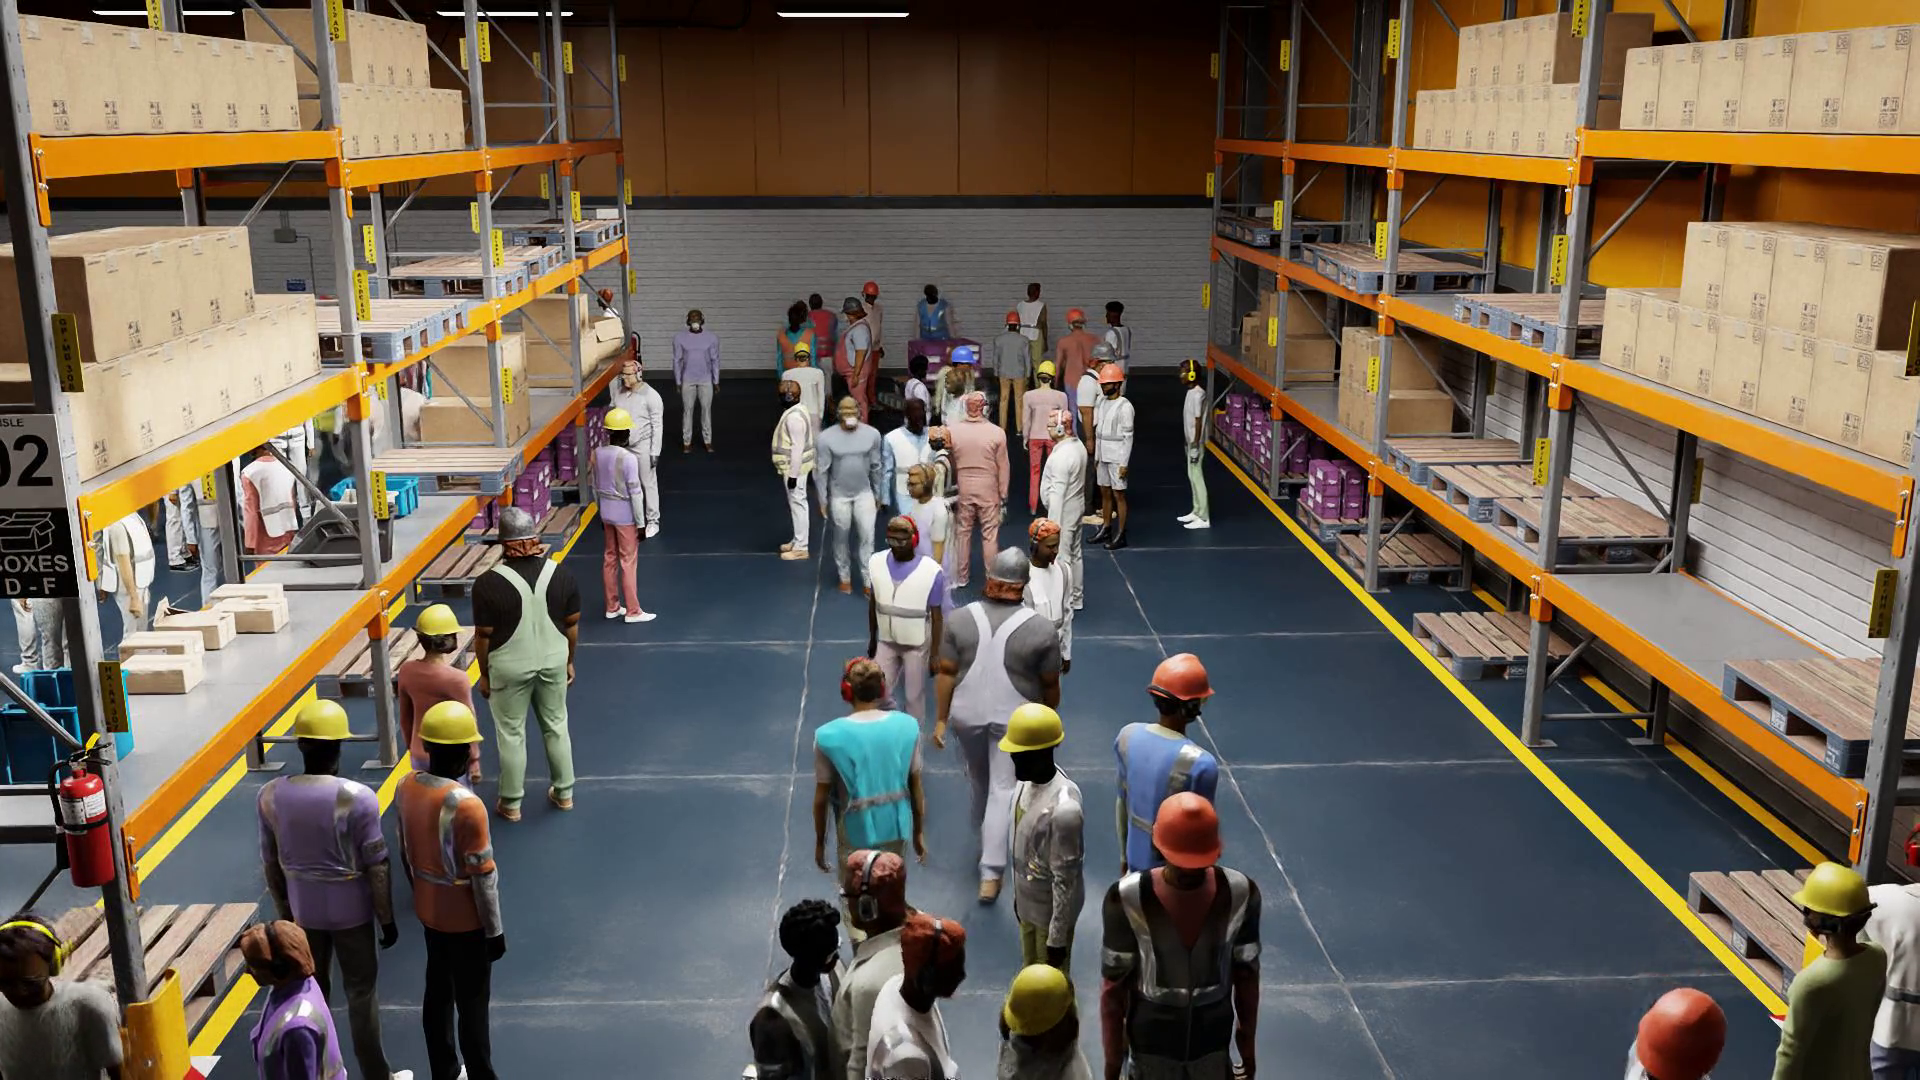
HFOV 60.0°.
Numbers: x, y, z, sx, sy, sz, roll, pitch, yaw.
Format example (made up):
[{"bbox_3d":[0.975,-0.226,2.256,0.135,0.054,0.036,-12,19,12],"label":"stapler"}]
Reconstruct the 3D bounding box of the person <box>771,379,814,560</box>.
[{"bbox_3d":[-1.704,-0.720,16.943,0.430,1.844,0.624,-1,14,-3],"label":"person"}]

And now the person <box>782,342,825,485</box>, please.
[{"bbox_3d":[-1.907,-1.545,20.372,0.515,1.752,0.374,-1,14,-2],"label":"person"}]

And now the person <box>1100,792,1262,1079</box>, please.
[{"bbox_3d":[0.834,1.897,6.308,0.610,2.030,0.409,-1,14,-5],"label":"person"}]

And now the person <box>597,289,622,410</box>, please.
[{"bbox_3d":[-5.336,-2.875,25.322,0.355,1.883,0.572,0,14,0],"label":"person"}]

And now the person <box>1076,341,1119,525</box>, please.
[{"bbox_3d":[1.567,-1.196,18.413,0.535,2.000,0.681,7,16,24],"label":"person"}]

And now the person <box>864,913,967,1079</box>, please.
[{"bbox_3d":[-0.189,2.137,5.655,0.435,1.877,0.618,0,14,-1],"label":"person"}]

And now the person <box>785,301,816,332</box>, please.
[{"bbox_3d":[-2.375,-2.655,24.658,0.519,1.791,0.984,-6,16,-23],"label":"person"}]

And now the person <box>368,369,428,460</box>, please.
[{"bbox_3d":[-5.806,-0.920,17.329,0.690,2.000,0.611,-1,14,-5],"label":"person"}]

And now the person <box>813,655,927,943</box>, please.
[{"bbox_3d":[-0.404,1.507,8.277,0.578,1.812,0.694,-7,16,-27],"label":"person"}]

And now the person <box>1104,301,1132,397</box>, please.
[{"bbox_3d":[2.138,-2.317,22.965,0.361,1.963,0.616,8,16,28],"label":"person"}]

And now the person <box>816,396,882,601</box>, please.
[{"bbox_3d":[-1.002,-0.364,15.423,0.653,1.904,0.907,-3,15,-13],"label":"person"}]

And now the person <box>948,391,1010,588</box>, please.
[{"bbox_3d":[0.170,-0.468,15.824,0.643,1.908,0.410,4,15,15],"label":"person"}]

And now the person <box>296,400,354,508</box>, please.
[{"bbox_3d":[-7.383,-1.323,19.247,0.592,1.869,0.996,3,15,13],"label":"person"}]

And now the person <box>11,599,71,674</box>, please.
[{"bbox_3d":[-7.508,0.150,13.403,0.392,1.911,0.581,11,18,37],"label":"person"}]

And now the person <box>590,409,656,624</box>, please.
[{"bbox_3d":[-3.008,-0.211,14.771,0.587,1.928,0.362,11,18,36],"label":"person"}]

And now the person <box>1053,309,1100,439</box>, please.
[{"bbox_3d":[1.541,-2.113,22.198,0.625,1.936,1.021,-3,15,-13],"label":"person"}]

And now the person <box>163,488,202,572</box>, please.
[{"bbox_3d":[-7.745,-0.586,16.464,0.404,1.824,0.586,-4,15,-15],"label":"person"}]

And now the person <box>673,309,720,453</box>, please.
[{"bbox_3d":[-3.519,-2.128,22.275,0.627,1.941,0.374,-3,15,-11],"label":"person"}]

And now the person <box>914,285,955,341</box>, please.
[{"bbox_3d":[-0.396,-3.255,27.020,0.664,1.790,0.979,5,15,20],"label":"person"}]

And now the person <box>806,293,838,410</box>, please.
[{"bbox_3d":[-2.156,-2.834,25.268,0.634,1.824,0.487,-4,15,-16],"label":"person"}]

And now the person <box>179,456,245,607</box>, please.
[{"bbox_3d":[-6.429,-0.097,14.376,0.409,1.907,0.598,8,16,29],"label":"person"}]

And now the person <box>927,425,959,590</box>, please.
[{"bbox_3d":[-0.161,-0.272,15.607,0.313,1.634,0.514,3,15,10],"label":"person"}]

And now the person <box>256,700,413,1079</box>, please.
[{"bbox_3d":[-2.815,1.649,7.492,0.584,1.917,0.384,2,14,8],"label":"person"}]

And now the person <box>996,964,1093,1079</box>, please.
[{"bbox_3d":[0.276,2.200,5.743,0.454,1.704,0.506,-12,19,-40],"label":"person"}]

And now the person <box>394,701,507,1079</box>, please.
[{"bbox_3d":[-2.259,1.649,7.483,0.586,1.923,0.371,10,17,34],"label":"person"}]

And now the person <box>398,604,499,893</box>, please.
[{"bbox_3d":[-2.935,1.227,9.454,0.526,1.765,0.329,7,16,25],"label":"person"}]

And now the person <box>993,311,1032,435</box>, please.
[{"bbox_3d":[0.749,-2.360,23.551,0.573,1.751,0.330,5,15,17],"label":"person"}]

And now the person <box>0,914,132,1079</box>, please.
[{"bbox_3d":[-3.114,2.102,5.848,0.569,1.845,0.521,1,14,6],"label":"person"}]

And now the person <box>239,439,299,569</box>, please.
[{"bbox_3d":[-5.849,-0.048,14.181,0.386,1.906,0.601,4,15,16],"label":"person"}]

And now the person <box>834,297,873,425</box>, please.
[{"bbox_3d":[-1.470,-2.339,22.900,0.535,2.000,0.674,0,14,-1],"label":"person"}]

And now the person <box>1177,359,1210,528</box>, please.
[{"bbox_3d":[2.565,-1.058,18.260,0.367,1.856,0.532,-1,14,-4],"label":"person"}]

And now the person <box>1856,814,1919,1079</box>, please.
[{"bbox_3d":[3.713,1.952,6.466,0.564,1.837,0.384,7,16,26],"label":"person"}]

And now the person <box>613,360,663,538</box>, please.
[{"bbox_3d":[-3.479,-0.975,17.817,0.641,1.908,0.407,8,16,27],"label":"person"}]

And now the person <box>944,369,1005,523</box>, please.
[{"bbox_3d":[0.030,-0.973,18.048,1.002,1.793,0.520,-7,16,-25],"label":"person"}]

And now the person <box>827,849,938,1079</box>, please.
[{"bbox_3d":[-0.282,2.024,6.070,0.403,1.897,0.654,4,15,13],"label":"person"}]

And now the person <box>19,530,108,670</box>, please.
[{"bbox_3d":[-6.804,0.343,12.610,0.635,1.932,0.363,-7,16,-27],"label":"person"}]

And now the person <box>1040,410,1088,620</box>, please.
[{"bbox_3d":[0.910,-0.229,14.915,0.398,1.898,0.645,5,15,19],"label":"person"}]

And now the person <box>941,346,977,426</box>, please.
[{"bbox_3d":[-0.009,-1.209,18.651,0.404,1.945,0.615,-1,14,-3],"label":"person"}]

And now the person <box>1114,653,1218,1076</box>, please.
[{"bbox_3d":[0.987,1.515,7.795,0.409,2.035,0.610,-11,18,-36],"label":"person"}]

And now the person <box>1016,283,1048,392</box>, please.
[{"bbox_3d":[1.150,-3.180,26.587,0.563,1.847,0.389,10,18,35],"label":"person"}]

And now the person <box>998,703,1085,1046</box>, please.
[{"bbox_3d":[0.360,1.646,7.505,0.398,1.920,0.586,-4,15,-16],"label":"person"}]

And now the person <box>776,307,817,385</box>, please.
[{"bbox_3d":[-2.243,-2.300,23.041,0.600,1.896,0.645,3,15,13],"label":"person"}]

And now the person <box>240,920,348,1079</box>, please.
[{"bbox_3d":[-2.402,2.148,6.108,0.314,1.632,0.524,-7,16,-24],"label":"person"}]

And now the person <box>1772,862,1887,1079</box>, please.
[{"bbox_3d":[3.218,2.045,6.250,0.526,1.762,0.339,-8,17,-30],"label":"person"}]

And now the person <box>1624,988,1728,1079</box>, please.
[{"bbox_3d":[2.196,2.214,5.345,0.355,1.901,0.723,0,14,0],"label":"person"}]

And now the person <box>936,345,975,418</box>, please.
[{"bbox_3d":[-0.101,-1.734,21.387,0.511,1.601,0.642,-8,17,-30],"label":"person"}]

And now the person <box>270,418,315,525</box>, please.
[{"bbox_3d":[-7.335,-1.036,18.113,0.576,1.880,0.351,-8,16,-28],"label":"person"}]

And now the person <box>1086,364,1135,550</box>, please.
[{"bbox_3d":[1.567,-0.867,17.329,0.357,1.937,0.551,-9,17,-30],"label":"person"}]

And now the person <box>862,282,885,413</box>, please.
[{"bbox_3d":[-1.376,-2.941,25.362,0.392,1.991,0.612,11,18,38],"label":"person"}]

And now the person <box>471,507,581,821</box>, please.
[{"bbox_3d":[-2.794,0.772,10.687,0.684,2.000,0.537,-10,17,-33],"label":"person"}]

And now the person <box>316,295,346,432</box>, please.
[{"bbox_3d":[-8.950,-2.548,23.856,0.620,1.994,0.875,0,14,0],"label":"person"}]

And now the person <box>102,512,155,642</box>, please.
[{"bbox_3d":[-6.289,0.381,12.629,0.388,1.838,0.563,-5,15,-21],"label":"person"}]

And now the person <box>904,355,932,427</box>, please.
[{"bbox_3d":[-0.493,-1.340,19.668,0.318,1.696,0.533,-5,15,-19],"label":"person"}]

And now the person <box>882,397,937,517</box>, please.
[{"bbox_3d":[-0.476,-0.456,15.847,0.594,1.886,0.874,-7,16,-27],"label":"person"}]

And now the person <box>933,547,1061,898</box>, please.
[{"bbox_3d":[0.241,1.001,9.789,0.714,2.000,1.078,5,15,18],"label":"person"}]

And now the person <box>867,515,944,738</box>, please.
[{"bbox_3d":[-0.384,0.716,11.317,0.598,1.830,0.451,7,16,24],"label":"person"}]

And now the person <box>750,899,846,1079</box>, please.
[{"bbox_3d":[-0.576,2.104,6.157,0.322,1.690,0.537,7,16,26],"label":"person"}]

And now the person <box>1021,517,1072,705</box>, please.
[{"bbox_3d":[0.518,0.767,11.039,0.585,1.878,0.362,-11,18,-37],"label":"person"}]

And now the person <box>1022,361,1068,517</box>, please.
[{"bbox_3d":[0.962,-1.135,18.723,0.533,1.767,0.326,2,15,10],"label":"person"}]
